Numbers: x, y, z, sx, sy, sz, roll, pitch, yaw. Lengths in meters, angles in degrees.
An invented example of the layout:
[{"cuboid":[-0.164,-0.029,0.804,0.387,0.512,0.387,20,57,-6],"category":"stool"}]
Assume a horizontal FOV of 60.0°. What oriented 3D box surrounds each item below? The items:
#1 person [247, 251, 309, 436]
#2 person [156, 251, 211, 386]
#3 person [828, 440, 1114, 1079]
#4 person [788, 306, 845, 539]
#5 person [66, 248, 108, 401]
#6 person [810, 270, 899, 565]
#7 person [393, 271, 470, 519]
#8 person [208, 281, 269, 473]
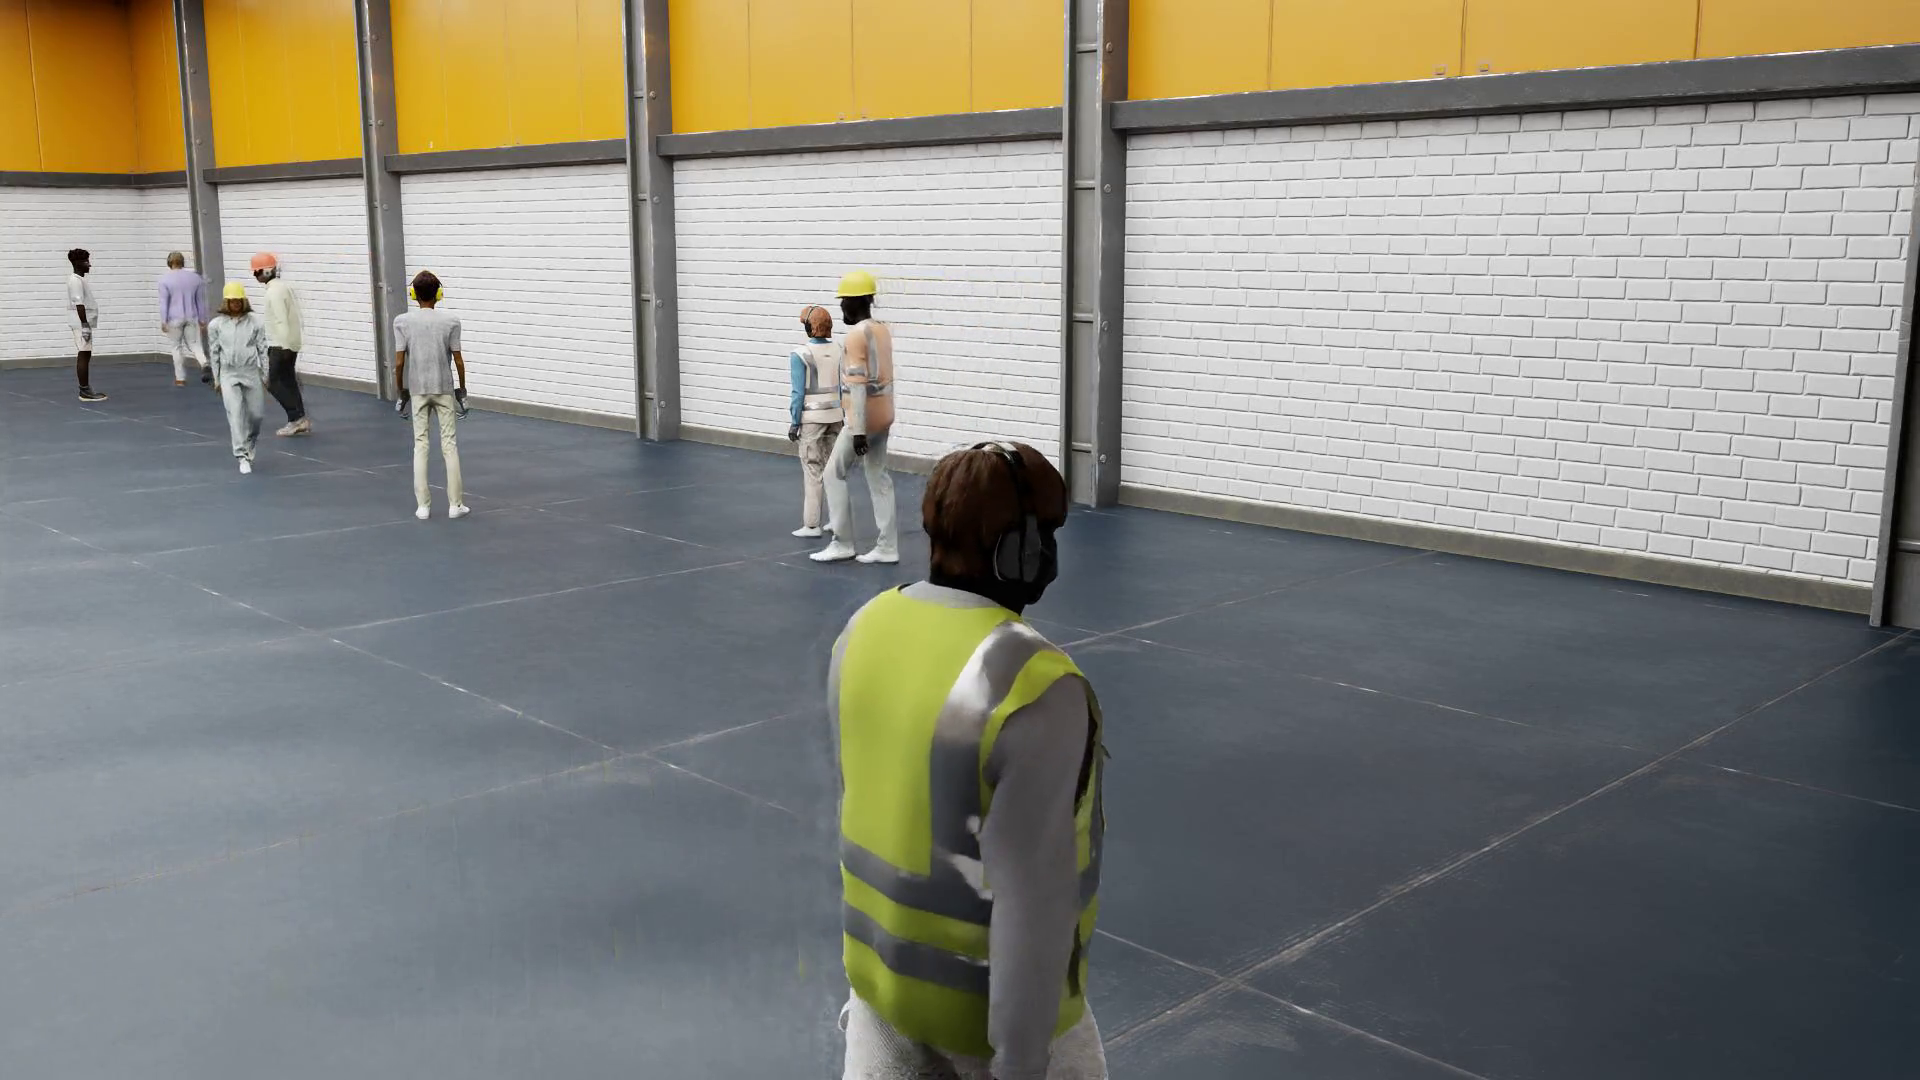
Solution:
[{"cuboid":[-7.201,-2.057,17.588,0.510,1.961,0.618,-3,11,-14],"category":"person"},{"cuboid":[-10.930,-3.111,23.456,0.670,1.923,0.640,8,13,37],"category":"person"},{"cuboid":[0.087,0.723,2.863,0.954,1.790,0.648,-7,13,-35],"category":"person"},{"cuboid":[-0.995,-0.830,11.765,0.307,1.640,0.520,9,14,41],"category":"person"},{"cuboid":[-11.328,-2.780,21.508,0.367,1.966,0.606,-6,12,-29],"category":"person"},{"cuboid":[-0.704,-0.779,10.744,0.707,1.902,0.625,4,11,18],"category":"person"},{"cuboid":[-3.989,-1.089,12.560,0.539,1.866,0.313,-2,11,-11],"category":"person"},{"cuboid":[-6.559,-1.492,15.156,0.490,1.724,0.673,-6,12,-29],"category":"person"}]
